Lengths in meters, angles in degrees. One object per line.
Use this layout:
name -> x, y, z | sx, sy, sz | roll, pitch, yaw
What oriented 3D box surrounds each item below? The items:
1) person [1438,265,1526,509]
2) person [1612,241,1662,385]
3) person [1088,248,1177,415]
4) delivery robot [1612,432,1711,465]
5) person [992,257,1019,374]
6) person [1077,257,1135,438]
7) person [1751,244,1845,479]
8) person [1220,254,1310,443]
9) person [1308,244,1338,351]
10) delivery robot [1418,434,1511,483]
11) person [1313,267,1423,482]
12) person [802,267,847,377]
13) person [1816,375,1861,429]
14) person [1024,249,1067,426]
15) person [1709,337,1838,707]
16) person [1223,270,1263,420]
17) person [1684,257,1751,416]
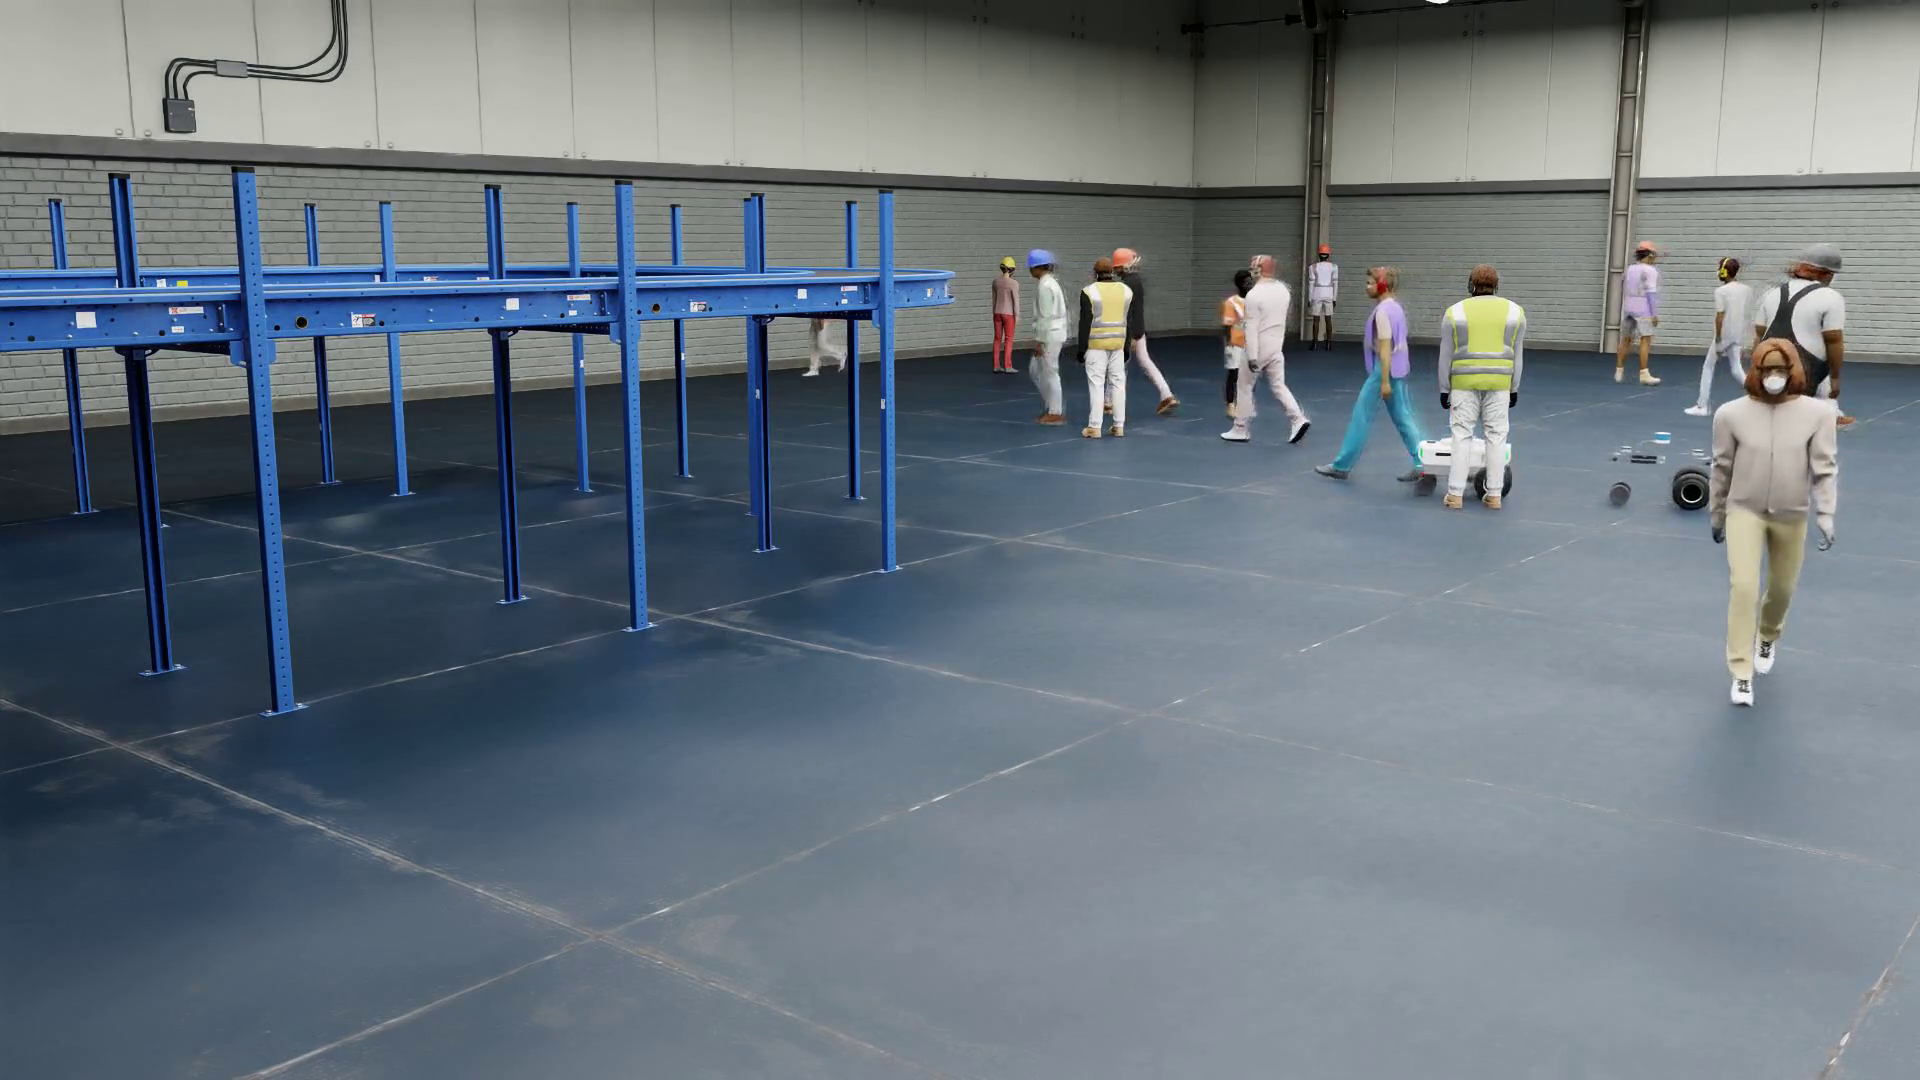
person -> 3.943, -1.163, 12.633 | 0.618, 1.836, 0.430 | 2, 10, 9
person -> 9.683, -3.216, 23.558 | 0.420, 2.004, 0.874 | -4, 11, -21
person -> 2.037, -2.404, 19.241 | 1.038, 1.937, 0.628 | 5, 12, 27
delivery robot -> 5.408, -0.713, 12.803 | 0.698, 0.223, 0.335 | 5, 11, 23
person -> 0.705, -3.426, 25.370 | 0.517, 1.757, 0.336 | 9, 13, 40
person -> 1.481, -1.981, 17.143 | 0.633, 1.837, 0.429 | -5, 11, -24
person -> 6.679, -1.358, 13.241 | 1.017, 2.000, 0.710 | -4, 11, -19
person -> 3.065, -1.904, 16.594 | 0.640, 1.878, 0.893 | -8, 13, -39
person -> 6.676, -4.470, 30.651 | 0.547, 1.938, 0.359 | 0, 10, 0
delivery robot -> 4.021, -0.667, 13.269 | 0.707, 0.478, 0.477 | 4, 11, 18
person -> 3.524, -1.379, 13.921 | 0.993, 1.791, 0.580 | 5, 11, 26
person -> -2.027, -3.241, 24.708 | 0.585, 1.629, 0.514 | -4, 11, -22
person -> 9.061, -2.110, 17.735 | 1.060, 1.886, 0.613 | 4, 11, 20
person -> 0.937, -2.212, 18.187 | 0.466, 1.923, 0.605 | 0, 10, 2
person -> 3.616, -0.116, 7.462 | 0.502, 1.601, 0.763 | 3, 11, 18
person -> 3.194, -2.193, 18.721 | 0.557, 1.677, 0.475 | -7, 12, -32
person -> 8.808, -2.310, 18.996 | 0.520, 1.833, 0.937 | -4, 11, -20
